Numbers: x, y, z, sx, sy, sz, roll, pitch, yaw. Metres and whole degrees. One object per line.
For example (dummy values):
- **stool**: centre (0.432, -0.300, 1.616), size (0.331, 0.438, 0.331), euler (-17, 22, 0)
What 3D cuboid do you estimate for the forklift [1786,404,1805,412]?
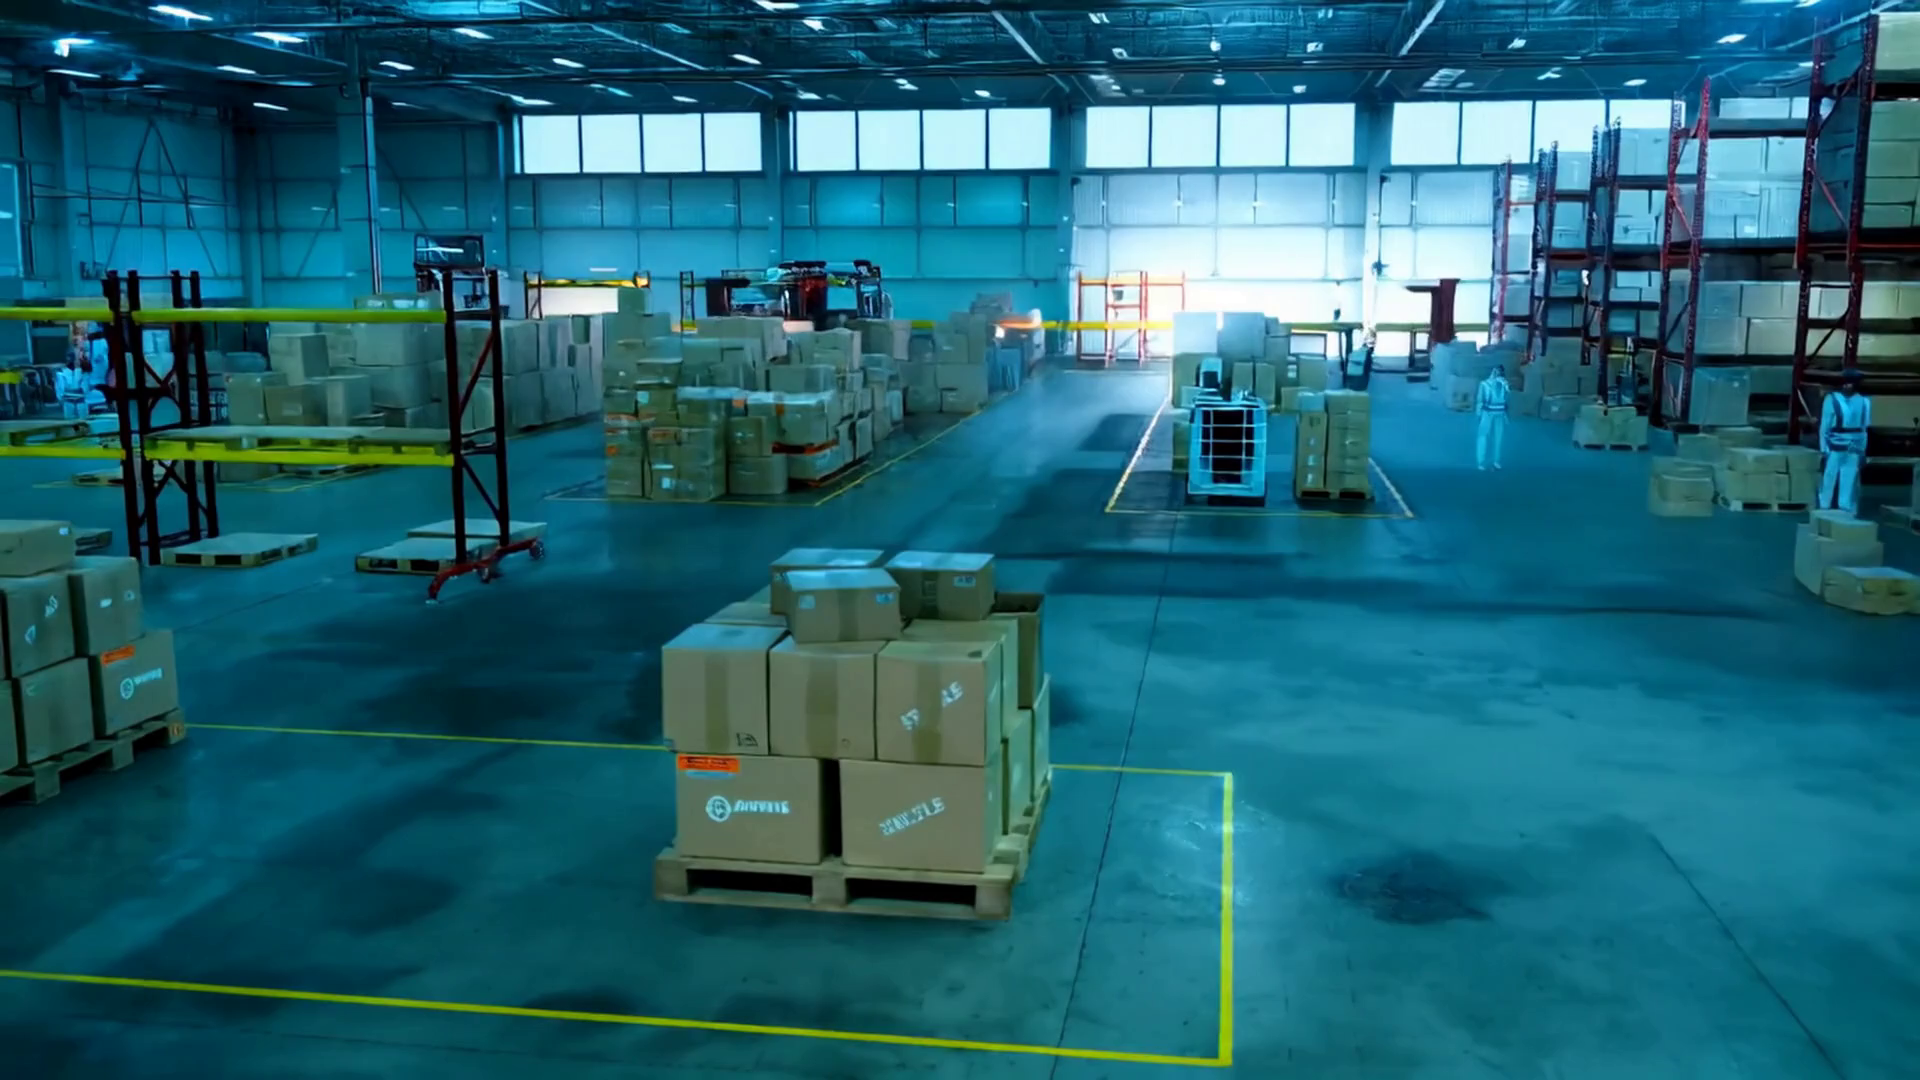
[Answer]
- **forklift**: centre (18.510, -4.209, 35.873), size (1.129, 2.768, 1.873), euler (1, 9, 9)

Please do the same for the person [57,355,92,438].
- **person**: centre (-14.759, -2.271, 27.736), size (0.525, 1.639, 0.307), euler (-3, 10, -16)

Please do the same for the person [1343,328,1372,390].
- **person**: centre (7.784, -3.195, 32.616), size (0.385, 1.911, 0.592), euler (-9, 13, -43)

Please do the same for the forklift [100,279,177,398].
- **forklift**: centre (-19.606, -4.720, 39.027), size (1.873, 2.768, 1.129), euler (1, 9, 9)

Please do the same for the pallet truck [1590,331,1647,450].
- **pallet truck**: centre (11.253, -2.573, 28.499), size (0.823, 1.965, 1.885), euler (5, 10, 27)

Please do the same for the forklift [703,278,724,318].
- **forklift**: centre (-6.668, -5.726, 45.231), size (1.873, 2.768, 1.129), euler (1, 9, 6)

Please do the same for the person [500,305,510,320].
- **person**: centre (-15.236, -6.897, 55.544), size (0.647, 1.872, 1.066), euler (8, 12, 42)

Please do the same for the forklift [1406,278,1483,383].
- **forklift**: centre (13.054, -5.626, 44.614), size (1.873, 2.768, 1.129), euler (1, 9, 9)

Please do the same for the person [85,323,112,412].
- **person**: centre (-18.197, -3.610, 35.084), size (0.550, 1.933, 0.374), euler (7, 12, 37)

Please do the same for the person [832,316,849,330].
- **person**: centre (-2.842, -4.418, 40.060), size (0.635, 1.940, 0.367), euler (3, 10, 20)

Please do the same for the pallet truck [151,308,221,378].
- **pallet truck**: centre (-21.869, -5.598, 47.154), size (0.823, 1.965, 1.885), euler (4, 10, 26)

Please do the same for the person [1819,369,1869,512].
- **person**: centre (10.356, -1.057, 19.501), size (0.575, 1.883, 0.355), euler (-1, 9, -8)

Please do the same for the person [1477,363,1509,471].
- **person**: centre (8.097, -1.870, 25.265), size (0.514, 1.640, 0.310), euler (-2, 9, -14)
